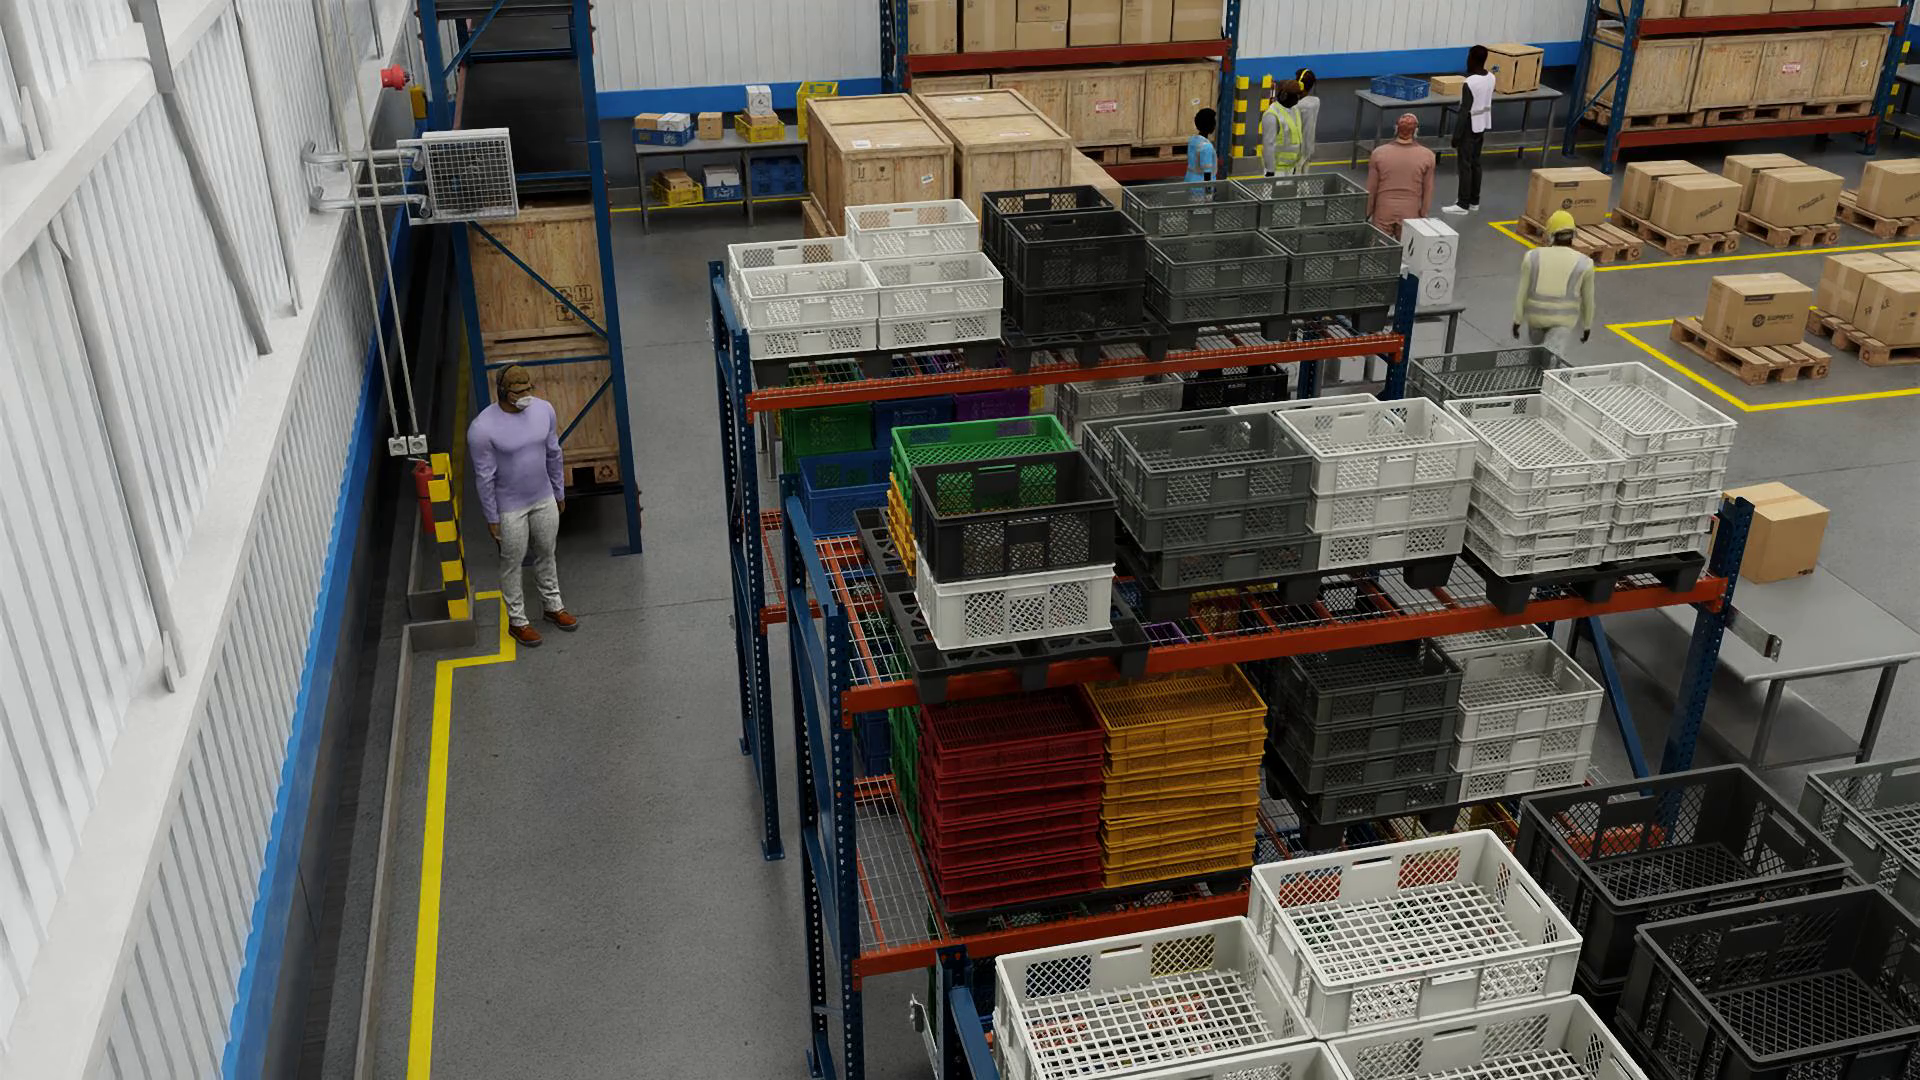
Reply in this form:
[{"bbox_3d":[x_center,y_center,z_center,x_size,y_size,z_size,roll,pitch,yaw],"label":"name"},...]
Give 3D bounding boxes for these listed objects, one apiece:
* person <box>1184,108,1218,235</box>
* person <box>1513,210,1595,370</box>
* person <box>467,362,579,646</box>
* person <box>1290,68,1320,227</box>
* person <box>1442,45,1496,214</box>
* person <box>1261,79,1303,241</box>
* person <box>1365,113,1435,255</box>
[{"bbox_3d":[2.531,-3.691,17.500,0.318,1.697,0.535,-6,28,-10],"label":"person"},{"bbox_3d":[5.006,-1.890,14.015,0.613,1.768,0.987,15,31,26],"label":"person"},{"bbox_3d":[-2.804,-0.244,10.717,0.374,1.933,0.625,23,36,37],"label":"person"},{"bbox_3d":[3.739,-4.265,18.405,0.329,1.873,0.515,19,33,32],"label":"person"},{"bbox_3d":[5.952,-4.760,19.303,0.384,1.913,0.592,24,36,37],"label":"person"},{"bbox_3d":[3.492,-4.080,18.091,0.429,1.840,0.629,18,33,30],"label":"person"},{"bbox_3d":[4.322,-3.262,16.465,0.653,1.906,0.408,6,28,11],"label":"person"}]
